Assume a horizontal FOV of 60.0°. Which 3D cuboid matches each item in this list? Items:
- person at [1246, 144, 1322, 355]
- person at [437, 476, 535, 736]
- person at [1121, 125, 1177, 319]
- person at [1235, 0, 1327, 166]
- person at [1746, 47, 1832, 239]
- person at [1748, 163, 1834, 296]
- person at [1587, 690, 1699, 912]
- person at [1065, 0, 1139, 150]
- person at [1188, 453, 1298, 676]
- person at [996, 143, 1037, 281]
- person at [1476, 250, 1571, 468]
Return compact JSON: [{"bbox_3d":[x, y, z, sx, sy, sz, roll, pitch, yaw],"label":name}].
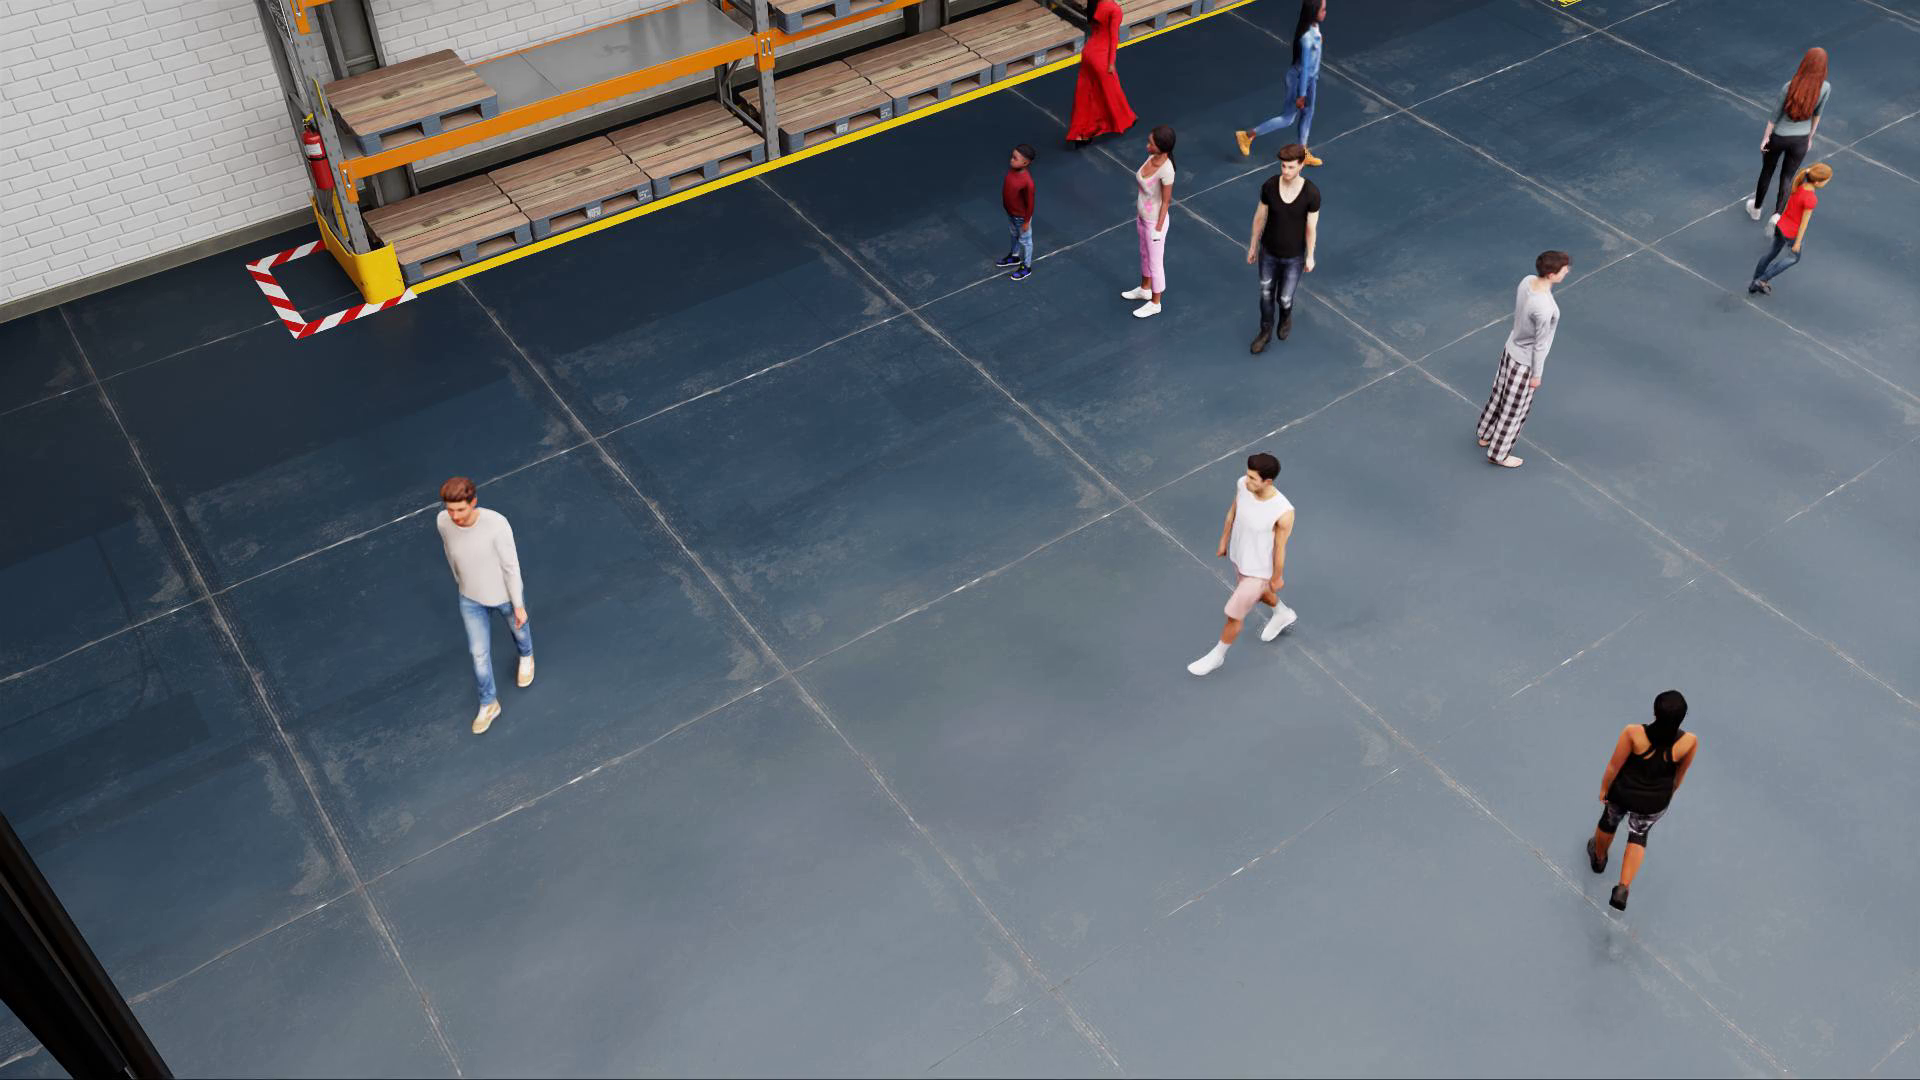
[{"bbox_3d":[2.618,-2.362,13.356,0.850,1.883,0.899,19,47,19],"label":"person"},{"bbox_3d":[-2.966,0.259,10.614,1.063,1.870,1.077,1,44,1],"label":"person"},{"bbox_3d":[1.602,-2.652,13.761,0.621,1.745,0.631,-10,45,-11],"label":"person"},{"bbox_3d":[3.063,-4.249,15.479,1.123,1.686,1.075,8,44,8],"label":"person"},{"bbox_3d":[7.301,-3.467,14.629,0.994,1.726,1.071,7,44,8],"label":"person"},{"bbox_3d":[6.946,-2.598,14.028,0.663,1.298,0.648,-7,44,-7],"label":"person"},{"bbox_3d":[3.880,1.484,9.493,0.881,1.642,0.978,11,45,11],"label":"person"},{"bbox_3d":[1.241,-4.495,15.690,1.044,1.751,0.653,-27,50,-26],"label":"person"},{"bbox_3d":[2.003,0.103,10.860,1.174,1.756,0.770,-20,47,-20],"label":"person"},{"bbox_3d":[0.520,-2.853,14.325,0.521,1.256,0.530,-19,47,-19],"label":"person"},{"bbox_3d":[4.172,-1.358,12.327,0.705,1.848,0.702,-3,44,-3],"label":"person"}]
